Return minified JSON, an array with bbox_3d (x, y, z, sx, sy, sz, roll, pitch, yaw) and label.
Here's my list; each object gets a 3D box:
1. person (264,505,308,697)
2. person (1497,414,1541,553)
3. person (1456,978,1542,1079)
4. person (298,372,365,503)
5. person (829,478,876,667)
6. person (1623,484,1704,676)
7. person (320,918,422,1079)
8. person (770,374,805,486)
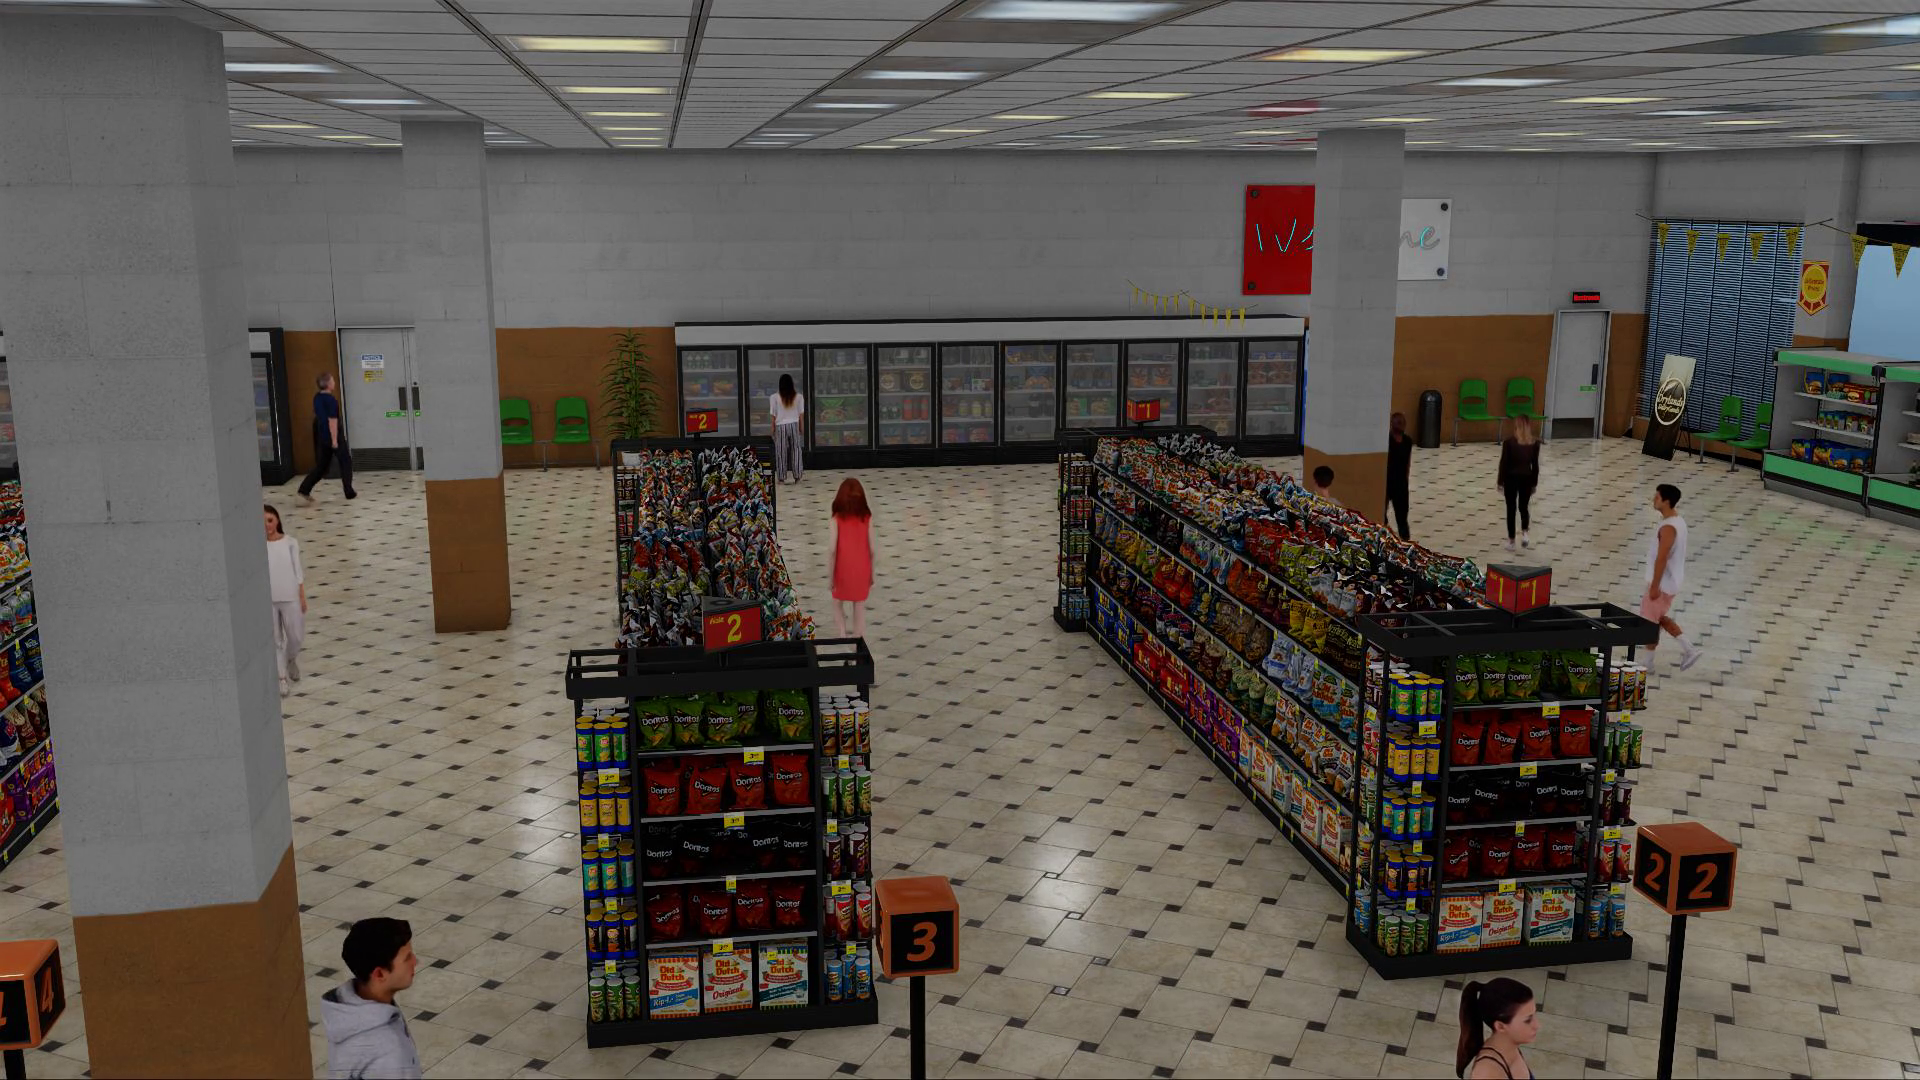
[{"bbox_3d":[-6.005,0.511,14.651,0.722,1.682,0.827,-6,13,-25],"label":"person"},{"bbox_3d":[6.831,-0.682,20.290,0.649,1.693,0.653,0,12,-1],"label":"person"},{"bbox_3d":[1.959,2.353,6.082,0.722,1.610,0.639,5,13,24],"label":"person"},{"bbox_3d":[-8.933,-1.404,23.385,1.175,1.831,1.162,10,15,39],"label":"person"},{"bbox_3d":[-0.961,0.359,15.061,0.609,1.811,0.608,-3,12,-13],"label":"person"},{"bbox_3d":[6.439,0.382,15.044,1.025,1.773,0.959,9,15,35],"label":"person"},{"bbox_3d":[-2.136,2.263,5.825,1.017,1.891,1.137,-7,14,-30],"label":"person"},{"bbox_3d":[-2.599,-1.672,25.023,0.684,1.680,0.621,-3,12,-14],"label":"person"}]
